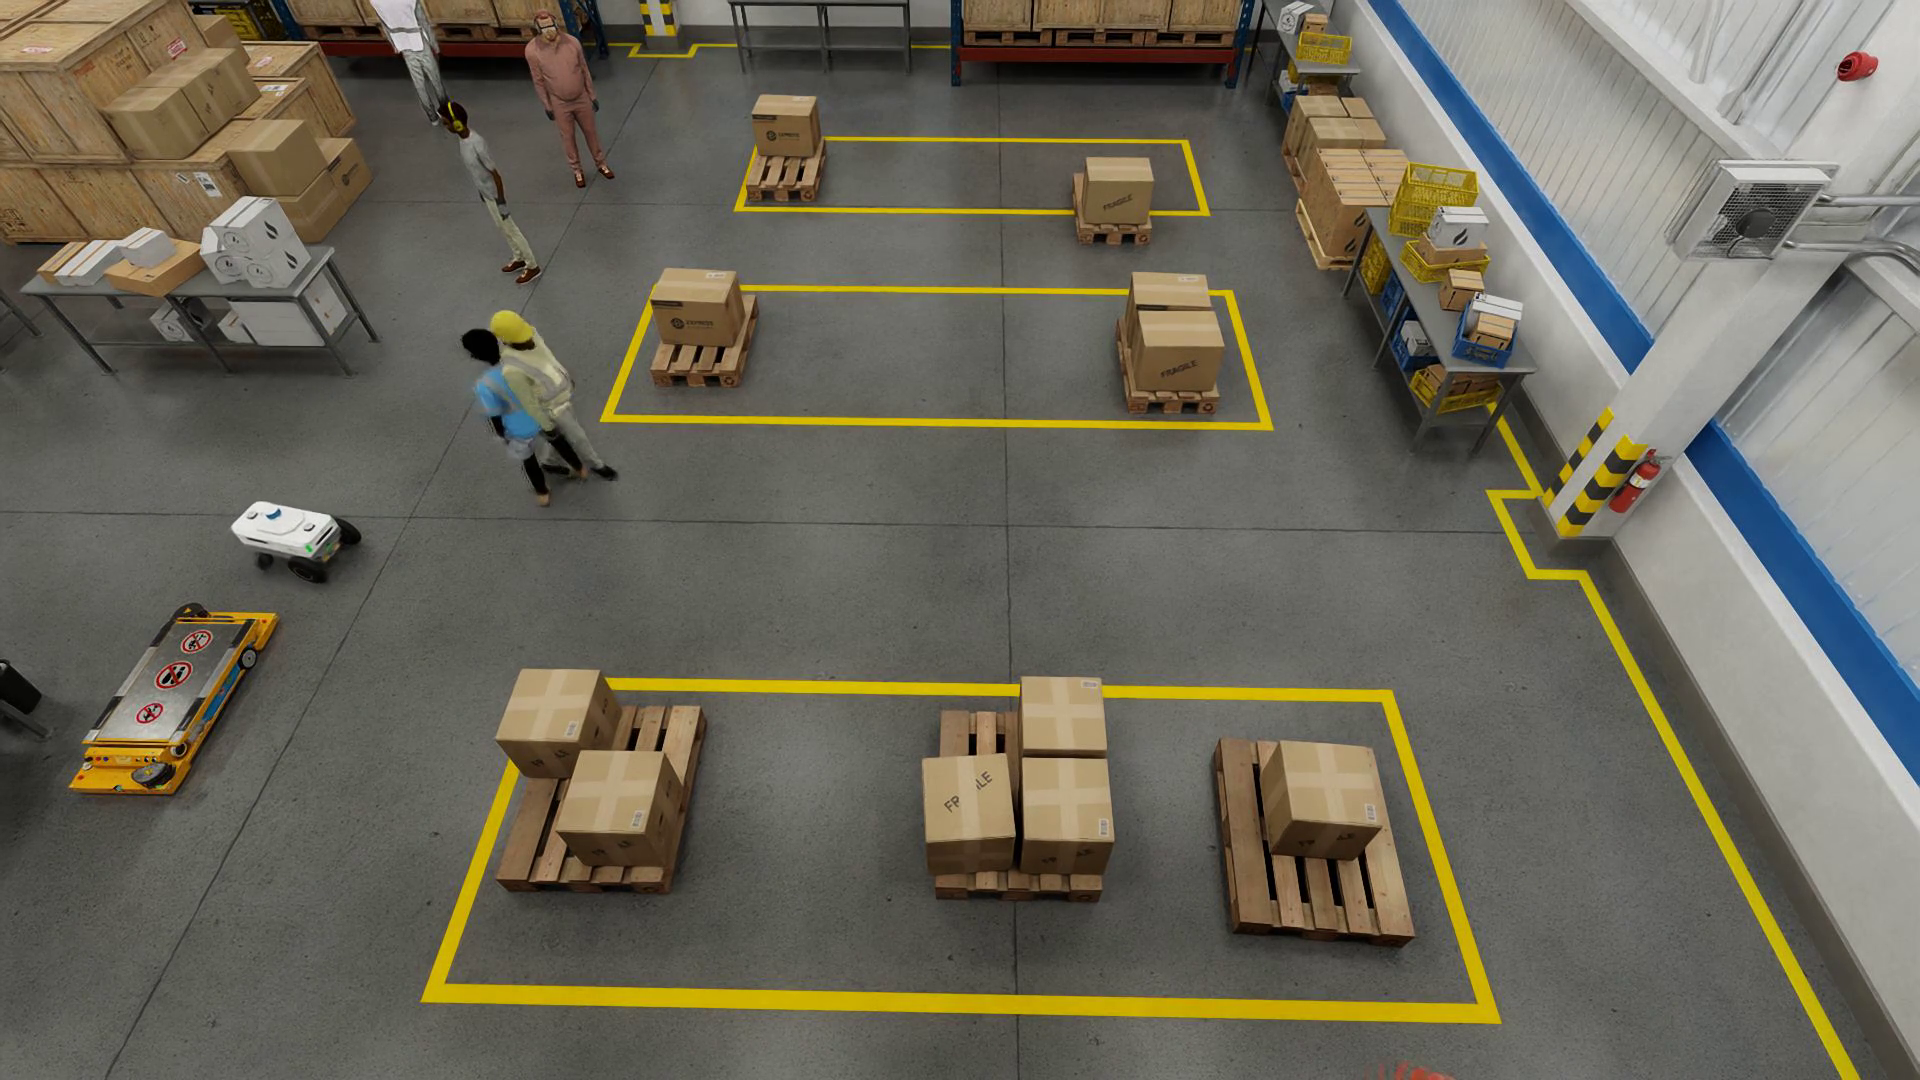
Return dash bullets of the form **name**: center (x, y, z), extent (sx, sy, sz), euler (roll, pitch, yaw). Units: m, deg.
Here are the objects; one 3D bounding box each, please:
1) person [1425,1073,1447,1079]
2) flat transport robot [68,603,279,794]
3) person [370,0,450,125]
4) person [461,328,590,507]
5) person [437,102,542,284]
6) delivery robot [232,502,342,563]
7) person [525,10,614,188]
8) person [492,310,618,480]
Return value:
- **person**: center (1.667, 2.730, 3.952), extent (0.695, 1.951, 0.369), euler (-13, 51, -11)
- **flat transport robot**: center (-5.504, 1.072, 6.442), extent (0.652, 0.197, 1.431), euler (1, 50, 1)
- **person**: center (-6.850, -6.202, 11.536), extent (0.596, 1.907, 0.412), euler (-1, 50, -1)
- **person**: center (-3.427, -0.962, 7.247), extent (0.391, 1.674, 0.572), euler (21, 53, 17)
- **person**: center (-4.740, -3.483, 9.259), extent (0.312, 1.864, 0.535), euler (-36, 59, -27)
- **delivery robot**: center (-5.261, -0.077, 7.171), extent (0.707, 0.478, 0.477), euler (11, 51, 9)
- **person**: center (-4.504, -5.078, 10.583), extent (0.643, 1.909, 0.410), euler (-27, 55, -21)
- **person**: center (-3.304, -1.130, 7.319), extent (0.625, 1.791, 0.654), euler (-8, 50, -7)
